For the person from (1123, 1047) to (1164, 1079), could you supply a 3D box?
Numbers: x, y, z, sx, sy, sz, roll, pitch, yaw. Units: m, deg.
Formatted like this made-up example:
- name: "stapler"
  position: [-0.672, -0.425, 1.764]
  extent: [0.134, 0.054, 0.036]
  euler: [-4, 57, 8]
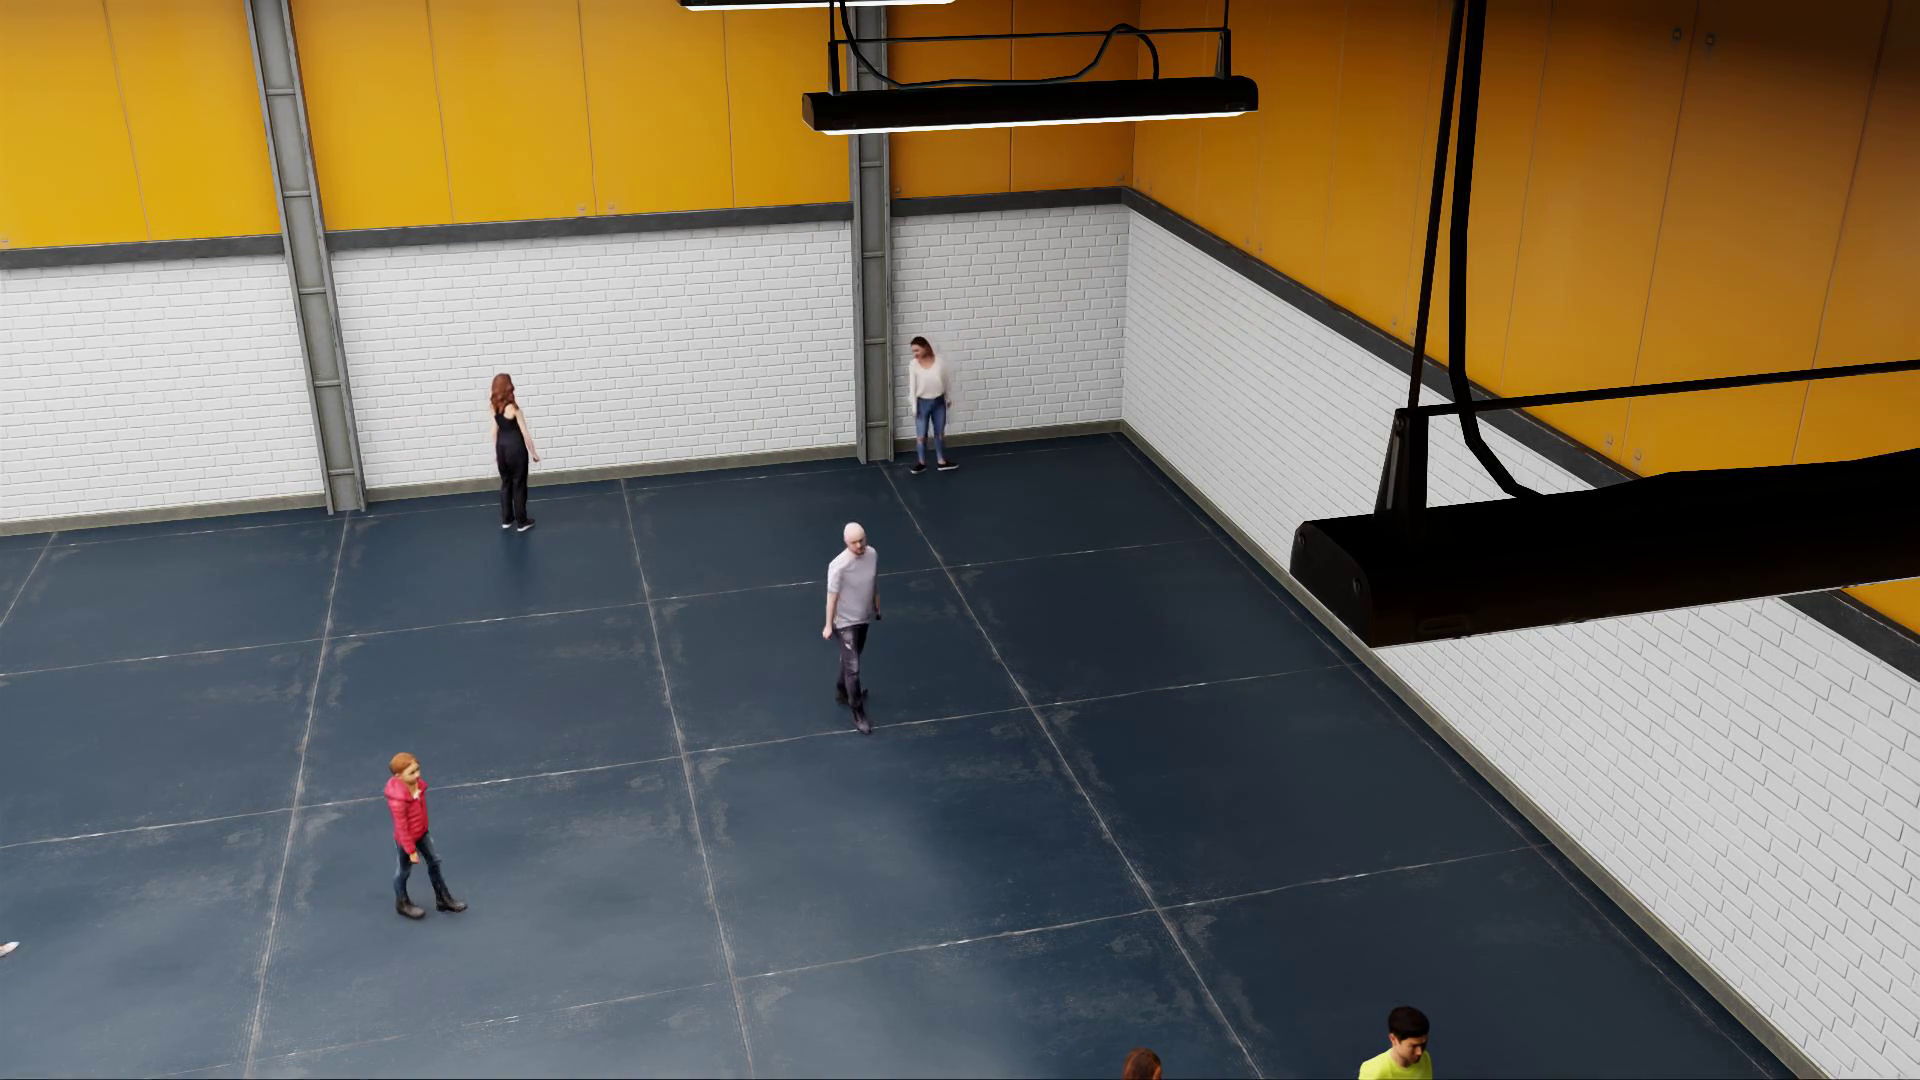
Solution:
- name: "person"
  position: [0.854, 3.188, 8.284]
  extent: [0.765, 1.677, 0.661]
  euler: [21, 31, 39]

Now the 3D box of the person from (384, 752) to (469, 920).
- name: "person"
  position: [-3.820, 2.029, 11.408]
  extent: [0.824, 1.299, 0.731]
  euler: [9, 25, 19]

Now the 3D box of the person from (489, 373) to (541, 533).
- name: "person"
  position: [-4.767, -0.913, 17.584]
  extent: [0.698, 1.742, 0.775]
  euler: [9, 25, 19]

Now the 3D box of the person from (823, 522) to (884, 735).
- name: "person"
  position: [-0.933, 0.653, 13.927]
  extent: [1.098, 1.804, 1.040]
  euler: [13, 27, 28]

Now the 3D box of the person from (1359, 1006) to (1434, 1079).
- name: "person"
  position: [2.187, 3.074, 8.507]
  extent: [0.572, 1.708, 0.748]
  euler: [-15, 28, -31]

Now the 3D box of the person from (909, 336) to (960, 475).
- name: "person"
  position: [-0.294, -1.567, 19.167]
  extent: [0.481, 1.672, 0.805]
  euler: [-11, 26, -23]
